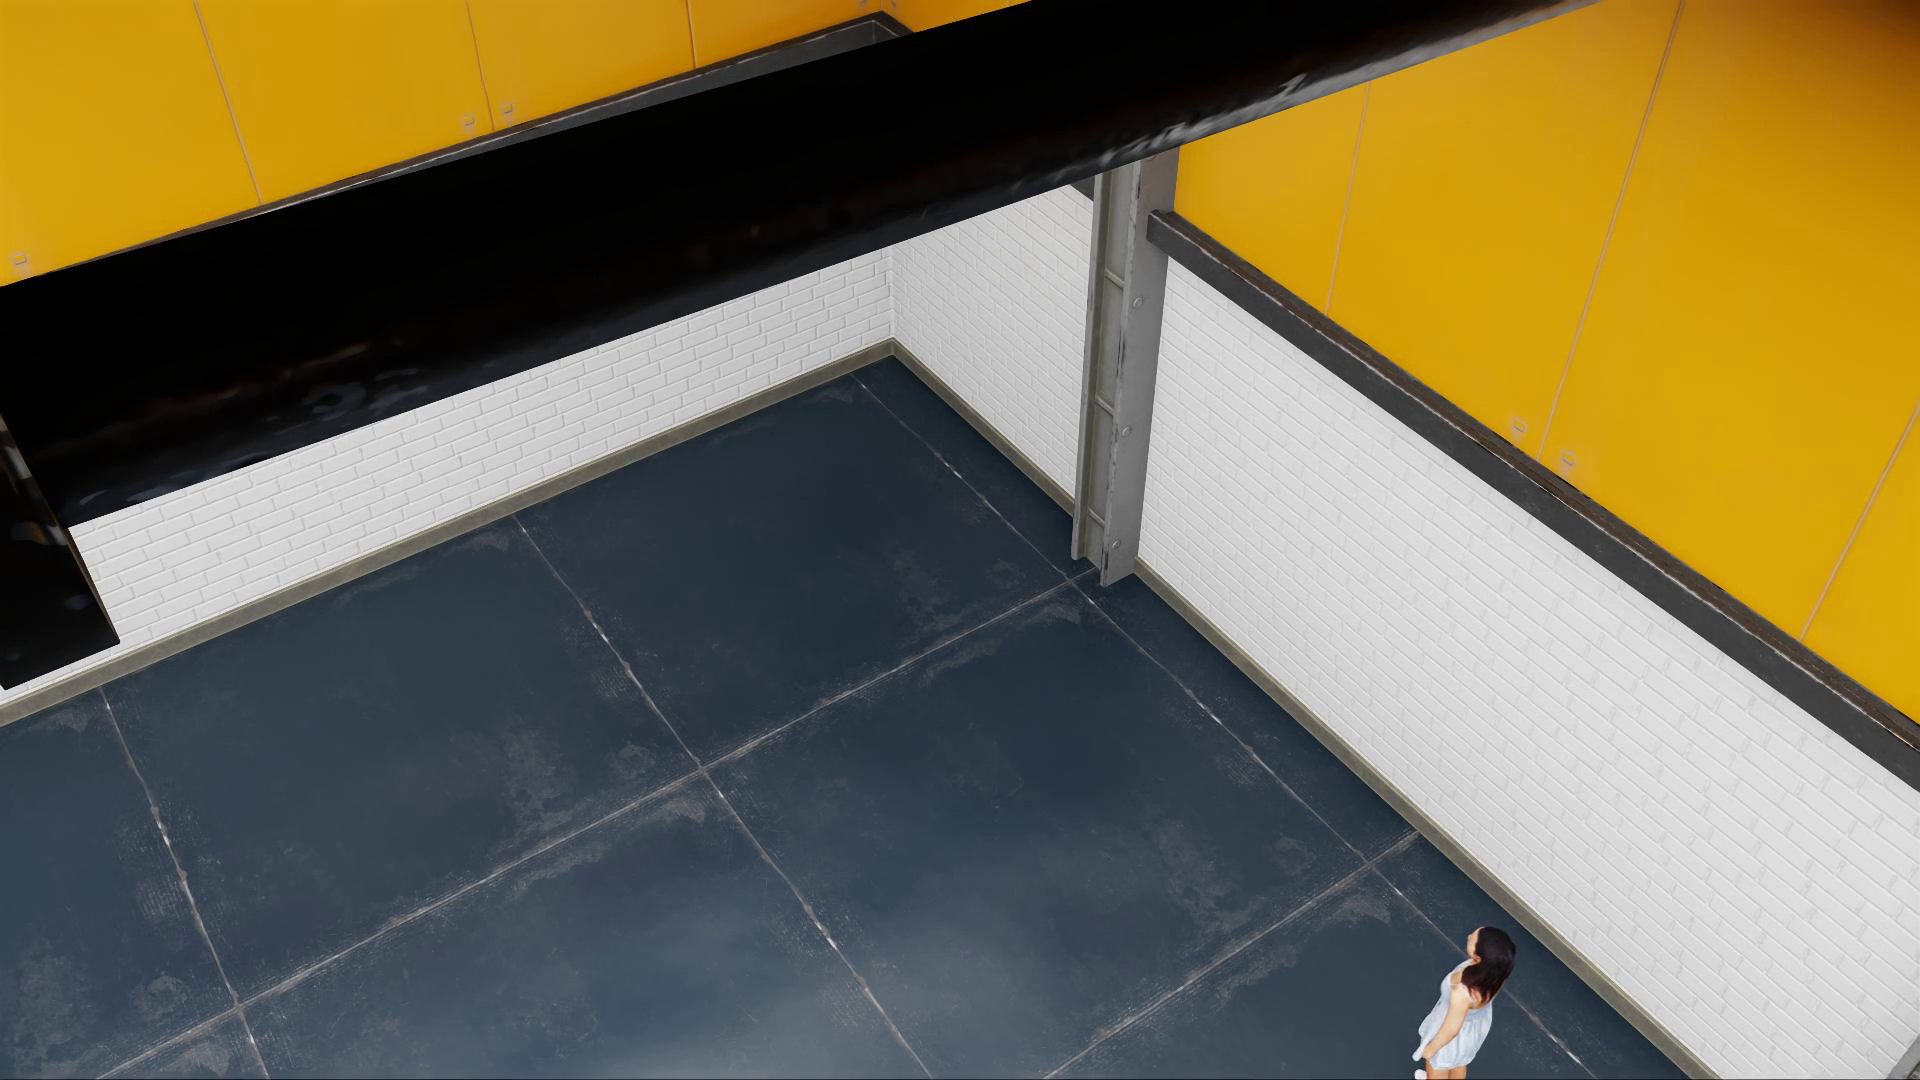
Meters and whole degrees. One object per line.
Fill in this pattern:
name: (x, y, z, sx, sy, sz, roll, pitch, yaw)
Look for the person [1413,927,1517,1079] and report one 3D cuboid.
person: (2.530, 2.478, 8.439, 0.589, 1.730, 0.625, 34, 53, 30)
